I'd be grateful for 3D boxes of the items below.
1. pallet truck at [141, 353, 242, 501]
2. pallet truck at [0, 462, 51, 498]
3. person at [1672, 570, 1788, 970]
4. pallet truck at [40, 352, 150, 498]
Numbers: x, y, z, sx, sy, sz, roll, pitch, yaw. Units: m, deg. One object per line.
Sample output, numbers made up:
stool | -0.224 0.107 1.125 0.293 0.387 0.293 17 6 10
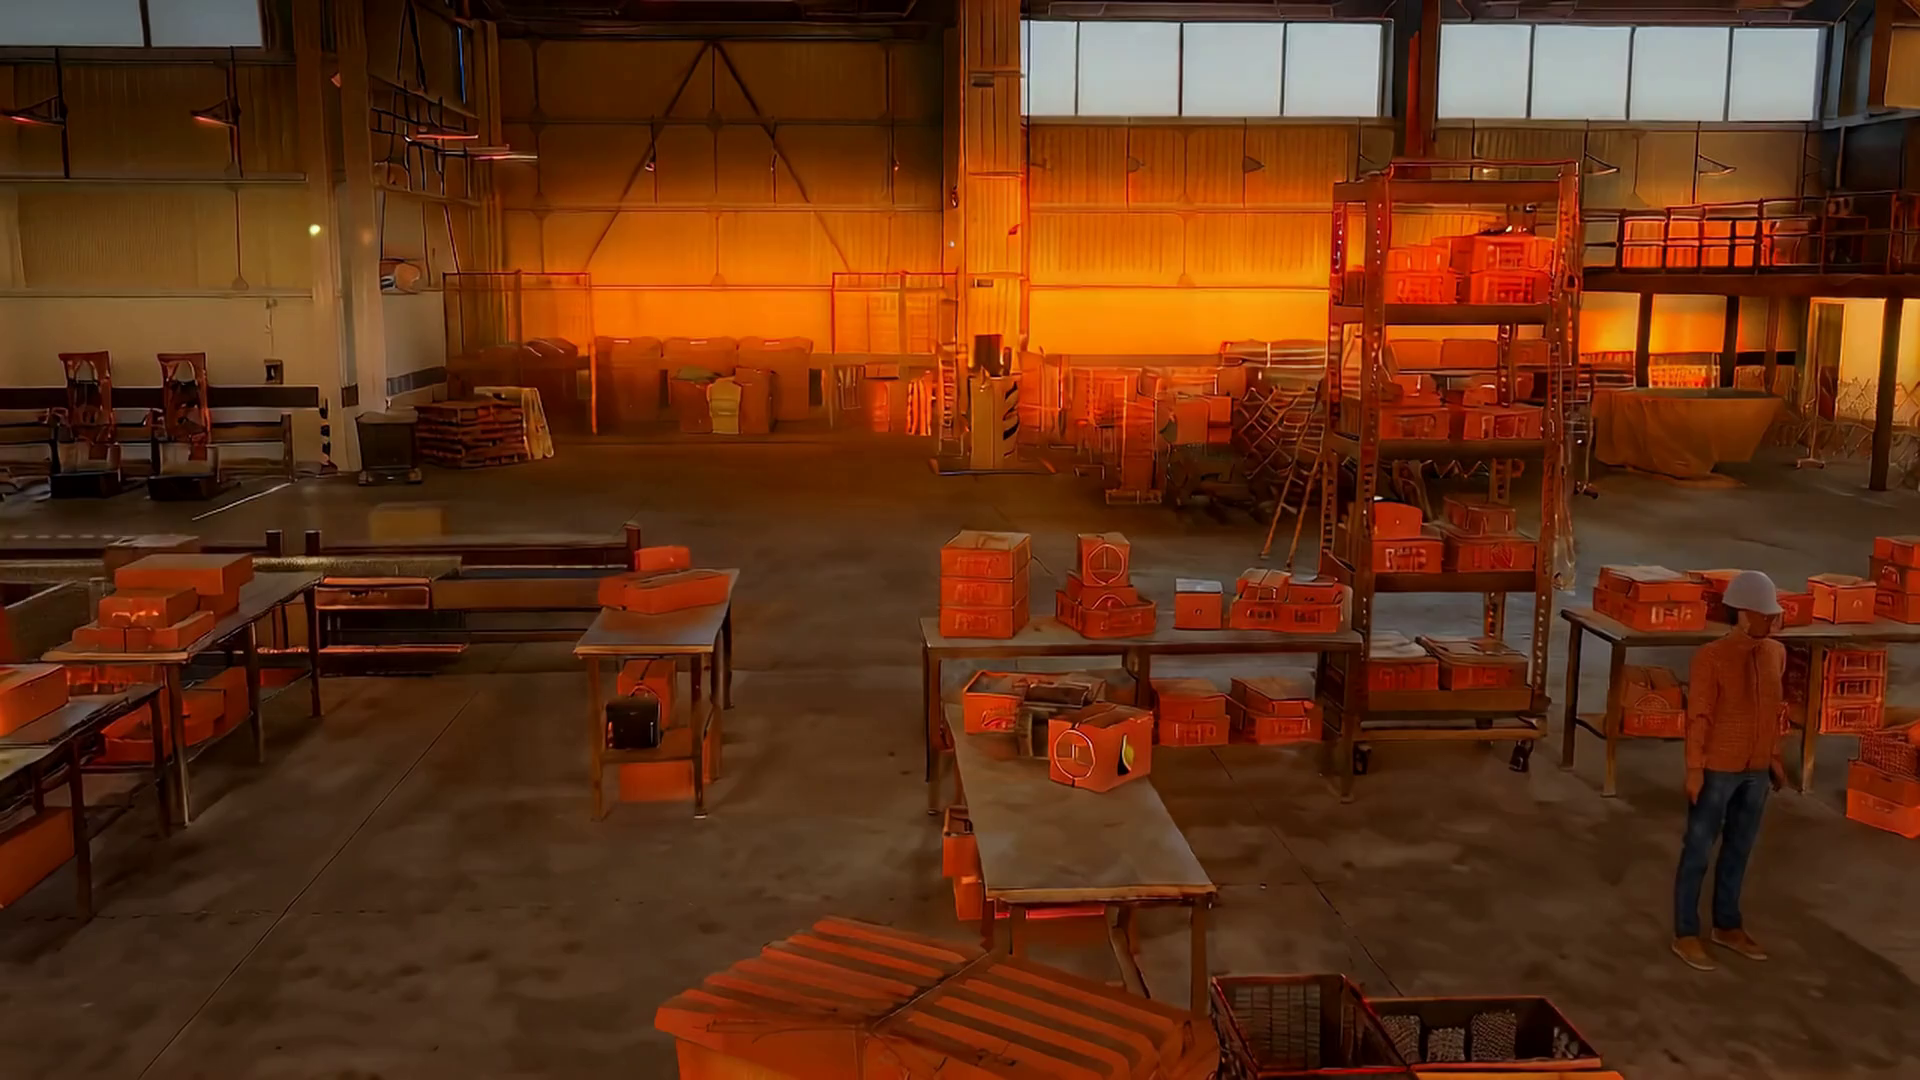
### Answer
pallet truck | -10.520 -1.604 22.925 0.823 1.965 1.885 -1 9 -6
pallet truck | -13.193 -1.293 23.148 0.653 1.274 1.630 -1 9 -4
person | 3.410 1.000 7.299 0.533 1.767 0.326 -3 10 -21
pallet truck | -11.907 -1.642 23.165 0.823 1.965 1.885 0 9 0
